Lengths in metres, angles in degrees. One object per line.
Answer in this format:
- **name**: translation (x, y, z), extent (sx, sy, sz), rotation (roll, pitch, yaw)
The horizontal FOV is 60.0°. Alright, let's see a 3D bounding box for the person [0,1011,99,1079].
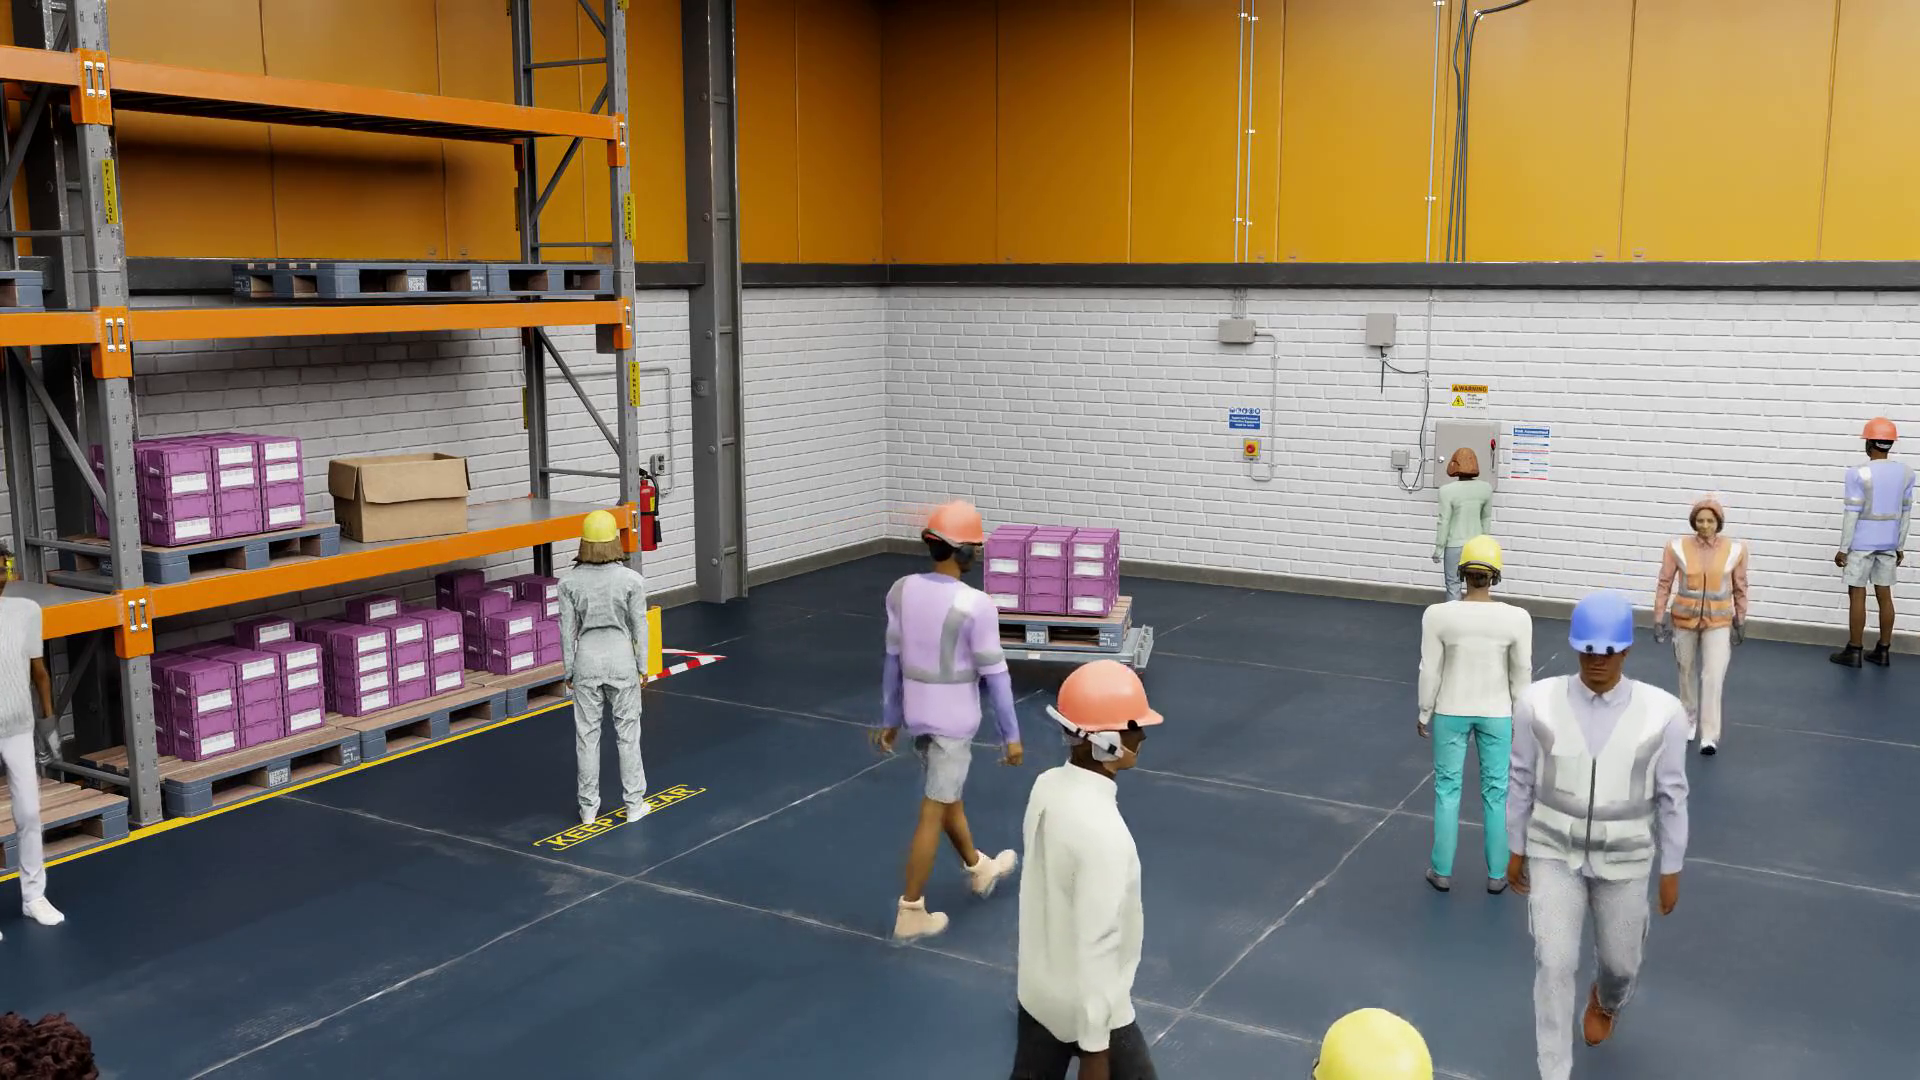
- **person**: translation (-1.368, 1.653, 2.533), extent (0.606, 1.966, 0.367), rotation (5, 10, 30)

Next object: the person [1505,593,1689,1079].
- **person**: translation (2.319, 1.107, 6.087), extent (0.623, 1.920, 0.782), rotation (4, 10, 23)

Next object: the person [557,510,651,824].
- **person**: translation (-1.953, 0.700, 9.175), extent (0.487, 1.746, 0.287), rotation (-1, 9, -5)

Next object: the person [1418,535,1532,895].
- **person**: translation (2.512, 0.853, 8.154), extent (0.533, 1.767, 0.324), rotation (2, 9, 12)

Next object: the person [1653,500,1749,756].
- **person**: translation (4.677, 0.551, 10.528), extent (0.545, 1.591, 0.840), rotation (4, 10, 25)

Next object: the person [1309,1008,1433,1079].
- **person**: translation (0.705, 1.684, 3.008), extent (0.541, 1.746, 0.583), rotation (1, 9, 9)

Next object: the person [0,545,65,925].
- **person**: translation (-4.396, 0.897, 7.602), extent (0.328, 1.861, 0.542), rotation (7, 12, 39)

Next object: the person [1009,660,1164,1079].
- **person**: translation (0.425, 1.298, 4.834), extent (0.996, 1.940, 0.641), rotation (-3, 10, -17)

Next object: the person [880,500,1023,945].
- **person**: translation (0.030, 0.810, 7.686), extent (0.988, 1.997, 0.642), rotation (-9, 13, -44)

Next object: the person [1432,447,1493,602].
- **person**: translation (4.067, 0.066, 13.473), extent (0.497, 1.634, 0.279), rotation (-3, 10, -17)

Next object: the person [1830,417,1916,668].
- **person**: translation (7.011, 0.020, 12.814), extent (0.552, 1.936, 0.360), rotation (-1, 9, -7)
